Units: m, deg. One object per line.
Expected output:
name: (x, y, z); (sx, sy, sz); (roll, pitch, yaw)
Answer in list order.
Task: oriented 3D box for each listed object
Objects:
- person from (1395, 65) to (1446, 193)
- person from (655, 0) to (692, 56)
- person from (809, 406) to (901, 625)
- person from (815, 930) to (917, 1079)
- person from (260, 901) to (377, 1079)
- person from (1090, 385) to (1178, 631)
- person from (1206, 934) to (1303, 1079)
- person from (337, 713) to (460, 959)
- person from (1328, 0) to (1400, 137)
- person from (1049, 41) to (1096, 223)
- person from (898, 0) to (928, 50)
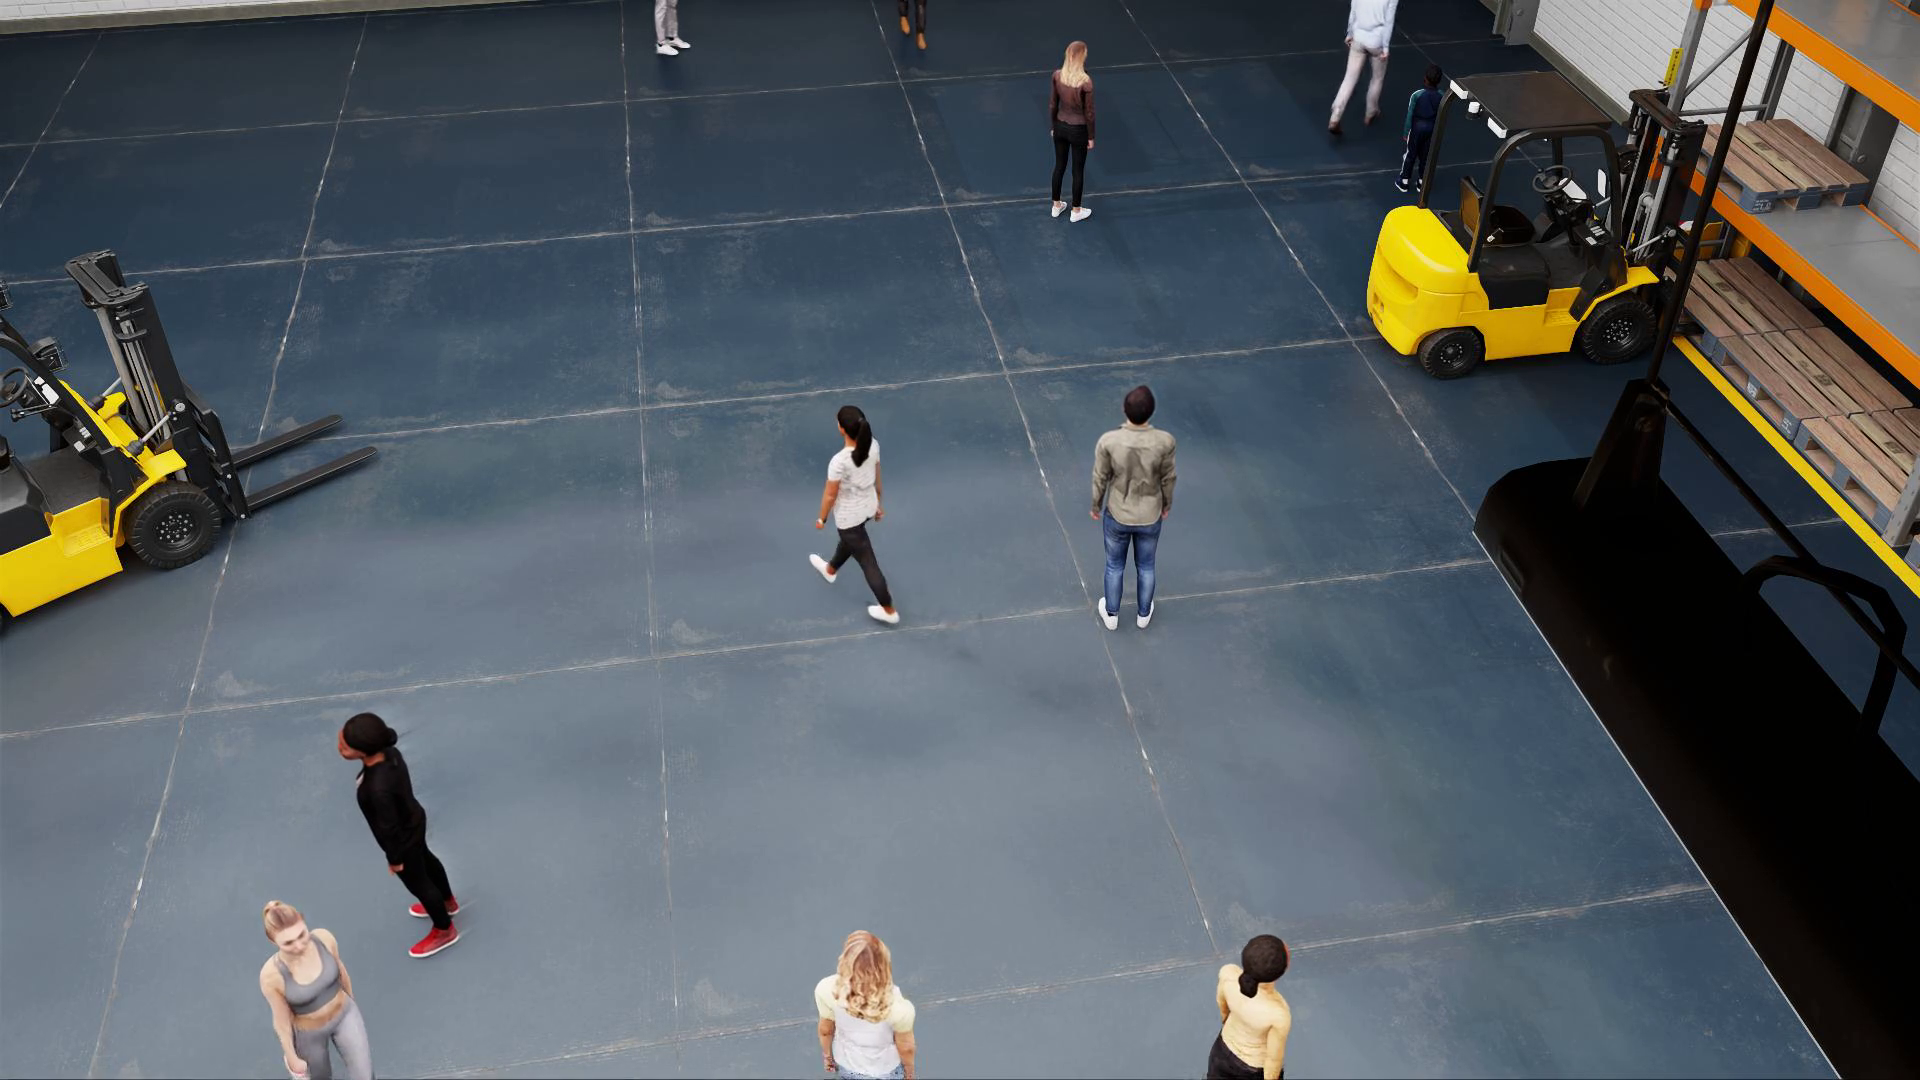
person: (4.446, -3.954, 15.974); (0.528, 1.255, 0.506); (-1, 39, -1)
person: (-3.298, -6.354, 18.514); (0.802, 1.835, 0.691); (16, 41, 19)
person: (-0.622, -0.121, 10.901); (1.131, 1.595, 1.039); (26, 45, 29)
person: (-0.431, 2.453, 7.584); (0.855, 1.713, 1.017); (9, 40, 11)
person: (-3.055, 2.263, 7.850); (1.099, 1.679, 1.007); (27, 46, 30)
person: (1.115, -0.177, 10.756); (0.742, 1.864, 0.657); (0, 39, 0)
person: (1.259, 2.440, 7.675); (1.052, 1.620, 1.118); (-30, 47, -32)
person: (-2.937, 1.524, 8.781); (0.667, 1.670, 0.492); (-9, 40, -11)
person: (4.070, -4.953, 16.742); (1.204, 1.858, 1.260); (24, 44, 27)
person: (1.028, -3.785, 15.403); (0.663, 1.703, 0.725); (24, 44, 27)
person: (-0.567, -6.495, 18.796); (0.633, 1.703, 1.055); (-7, 39, -8)
